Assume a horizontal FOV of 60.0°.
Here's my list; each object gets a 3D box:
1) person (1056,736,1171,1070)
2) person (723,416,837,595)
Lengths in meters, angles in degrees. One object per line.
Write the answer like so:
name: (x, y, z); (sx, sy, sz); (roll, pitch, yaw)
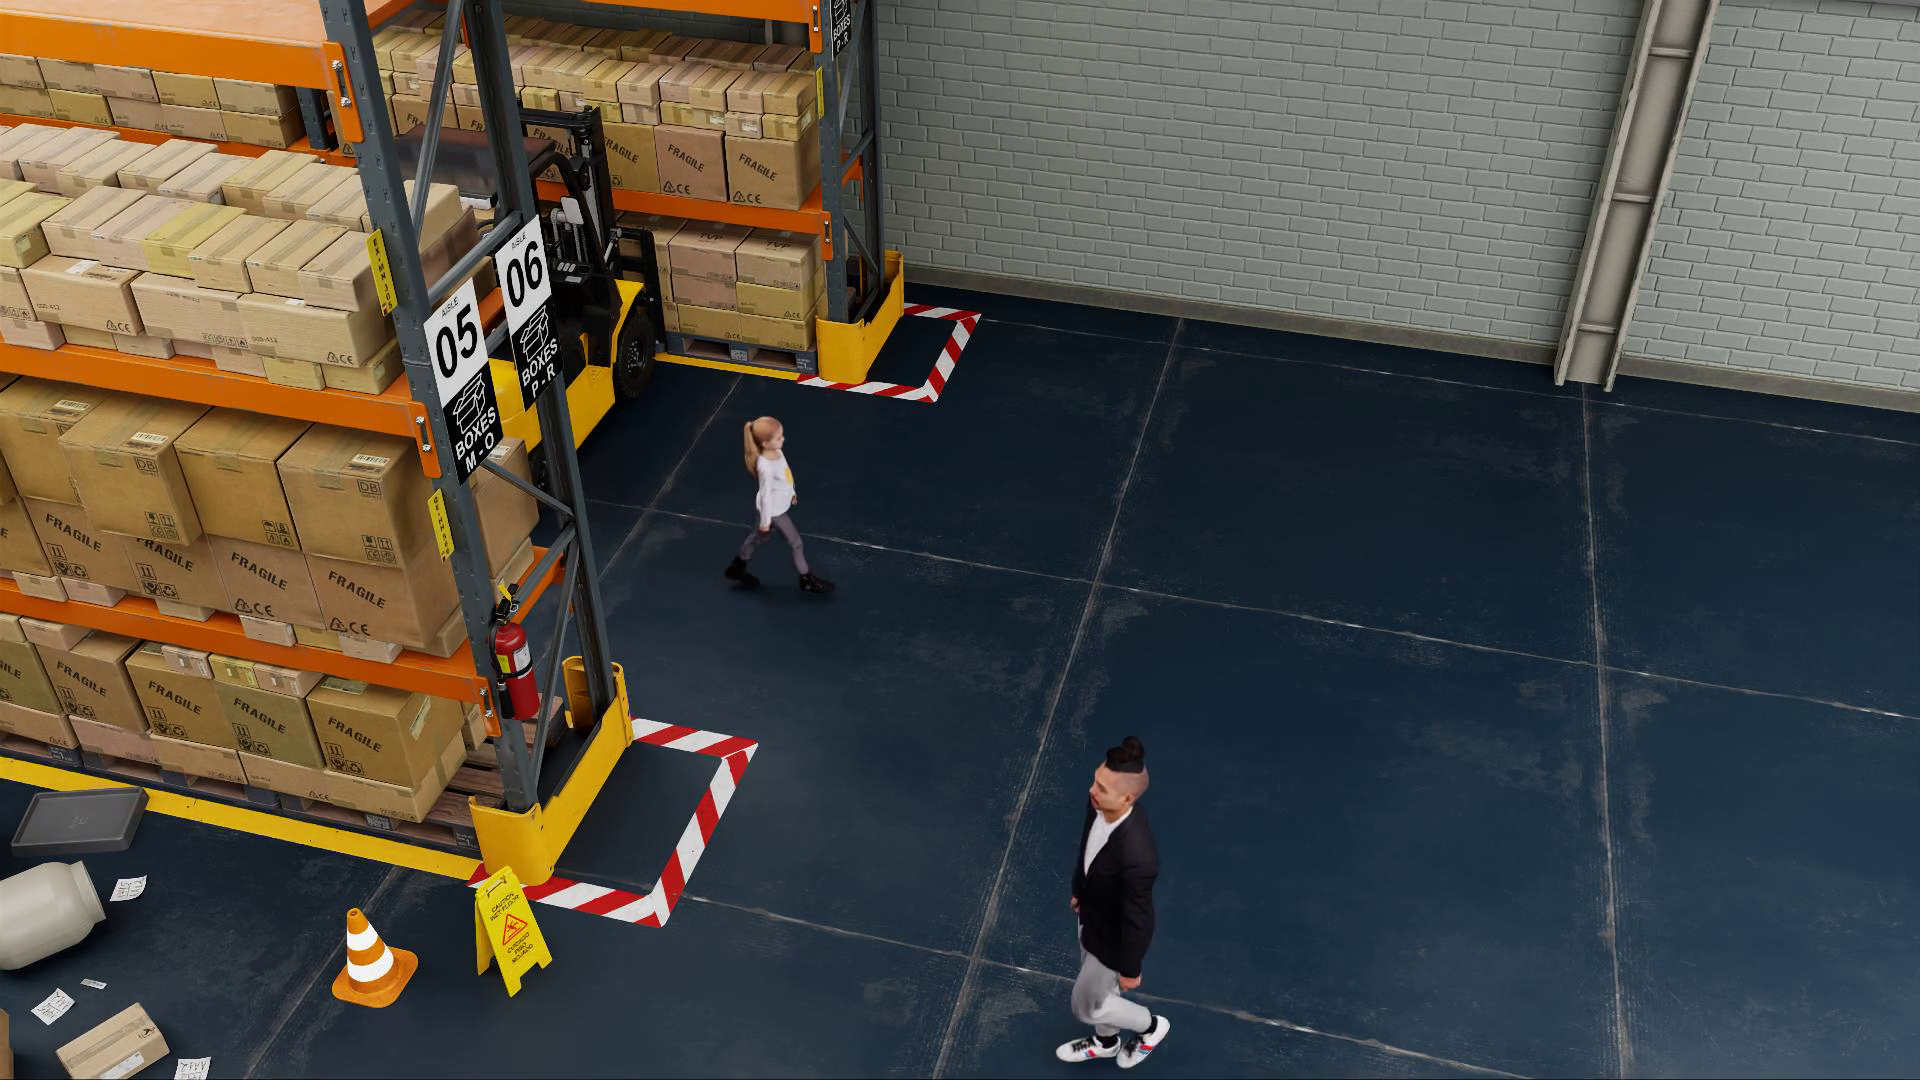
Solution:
person: (0.729, 1.582, 7.003); (0.902, 1.936, 0.870); (-8, 38, -11)
person: (-1.179, -0.197, 9.904); (0.963, 1.257, 0.690); (-3, 37, -4)
